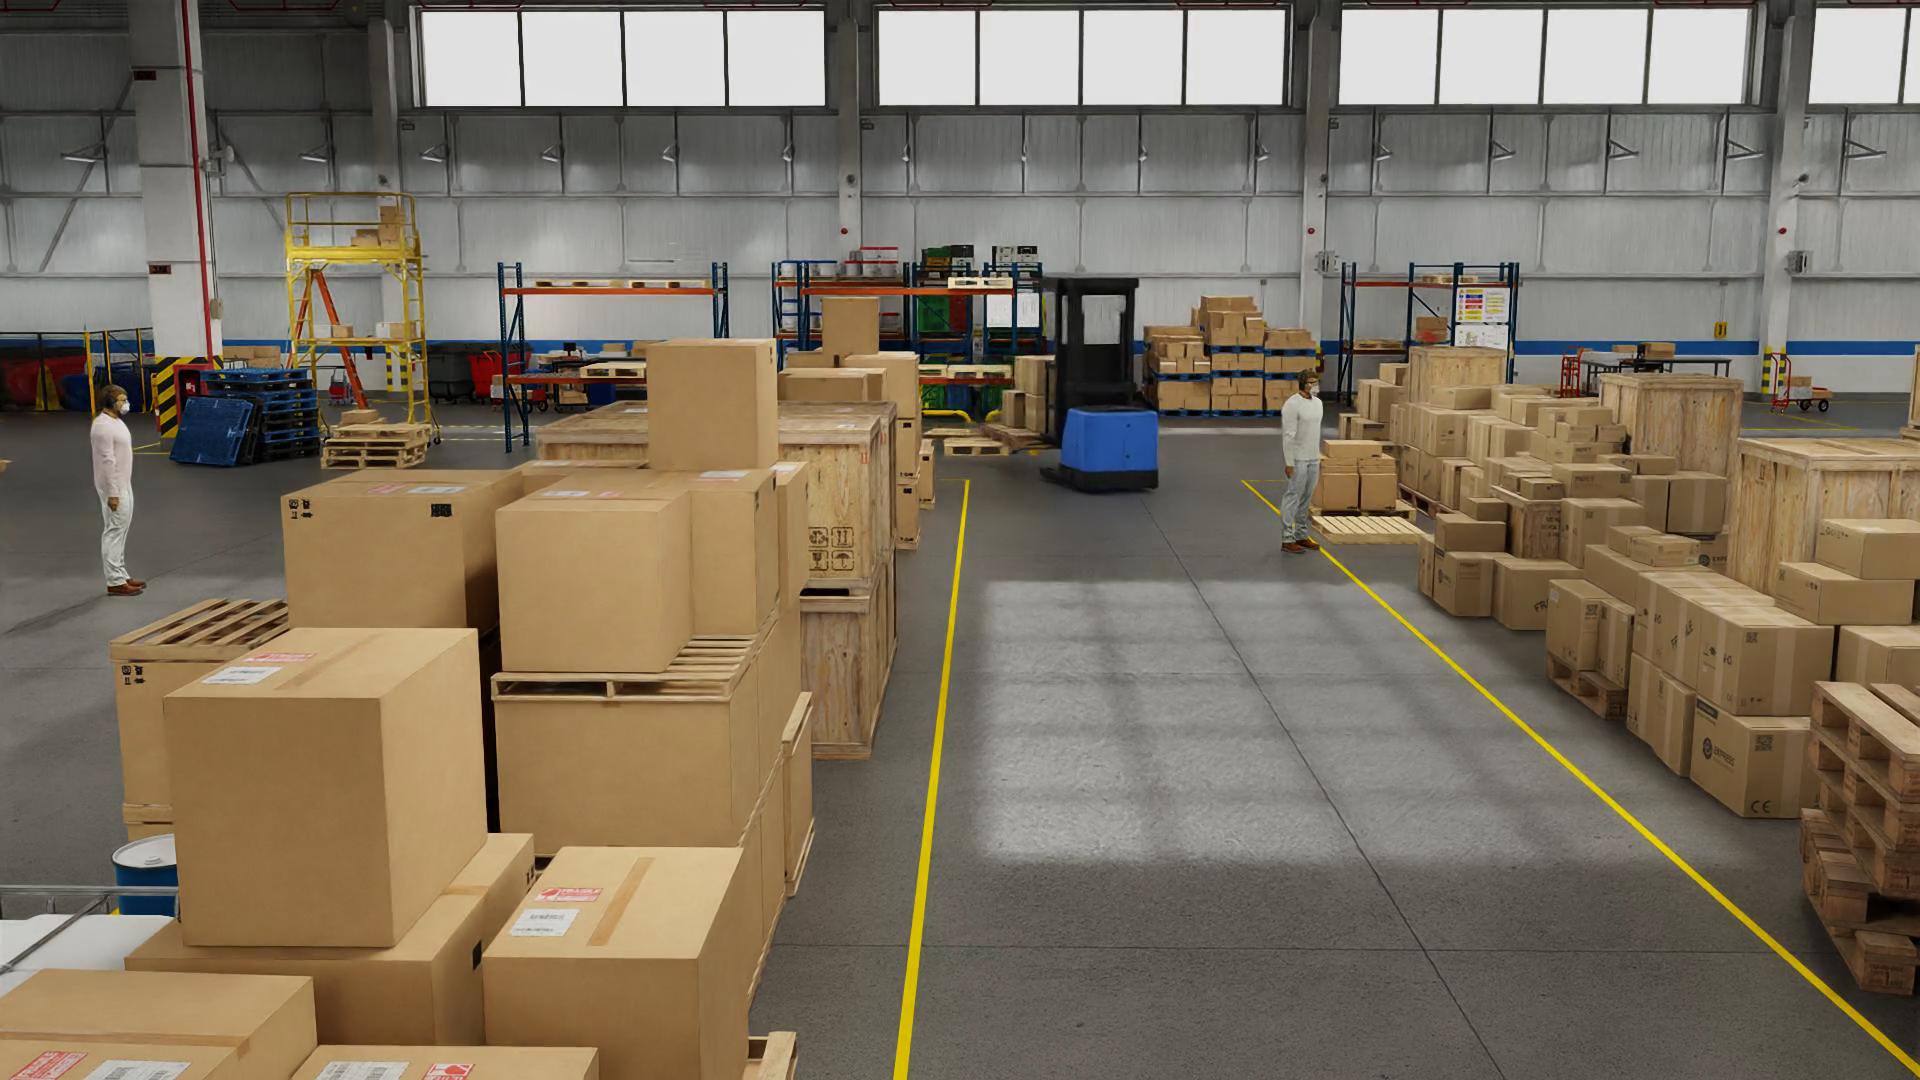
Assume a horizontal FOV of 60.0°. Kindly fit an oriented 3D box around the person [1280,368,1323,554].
[{"bbox_3d":[3.595,-0.834,17.447,0.352,1.937,0.635,9,13,43],"label":"person"}]

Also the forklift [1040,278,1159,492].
[{"bbox_3d":[1.903,-2.134,22.419,1.129,2.768,1.873,-2,10,-14],"label":"forklift"}]

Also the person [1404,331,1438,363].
[{"bbox_3d":[7.346,-2.363,26.610,0.615,1.939,0.739,-7,12,-35],"label":"person"}]

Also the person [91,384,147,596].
[{"bbox_3d":[-7.711,-0.459,15.205,0.354,1.936,0.636,-3,10,-18],"label":"person"}]
